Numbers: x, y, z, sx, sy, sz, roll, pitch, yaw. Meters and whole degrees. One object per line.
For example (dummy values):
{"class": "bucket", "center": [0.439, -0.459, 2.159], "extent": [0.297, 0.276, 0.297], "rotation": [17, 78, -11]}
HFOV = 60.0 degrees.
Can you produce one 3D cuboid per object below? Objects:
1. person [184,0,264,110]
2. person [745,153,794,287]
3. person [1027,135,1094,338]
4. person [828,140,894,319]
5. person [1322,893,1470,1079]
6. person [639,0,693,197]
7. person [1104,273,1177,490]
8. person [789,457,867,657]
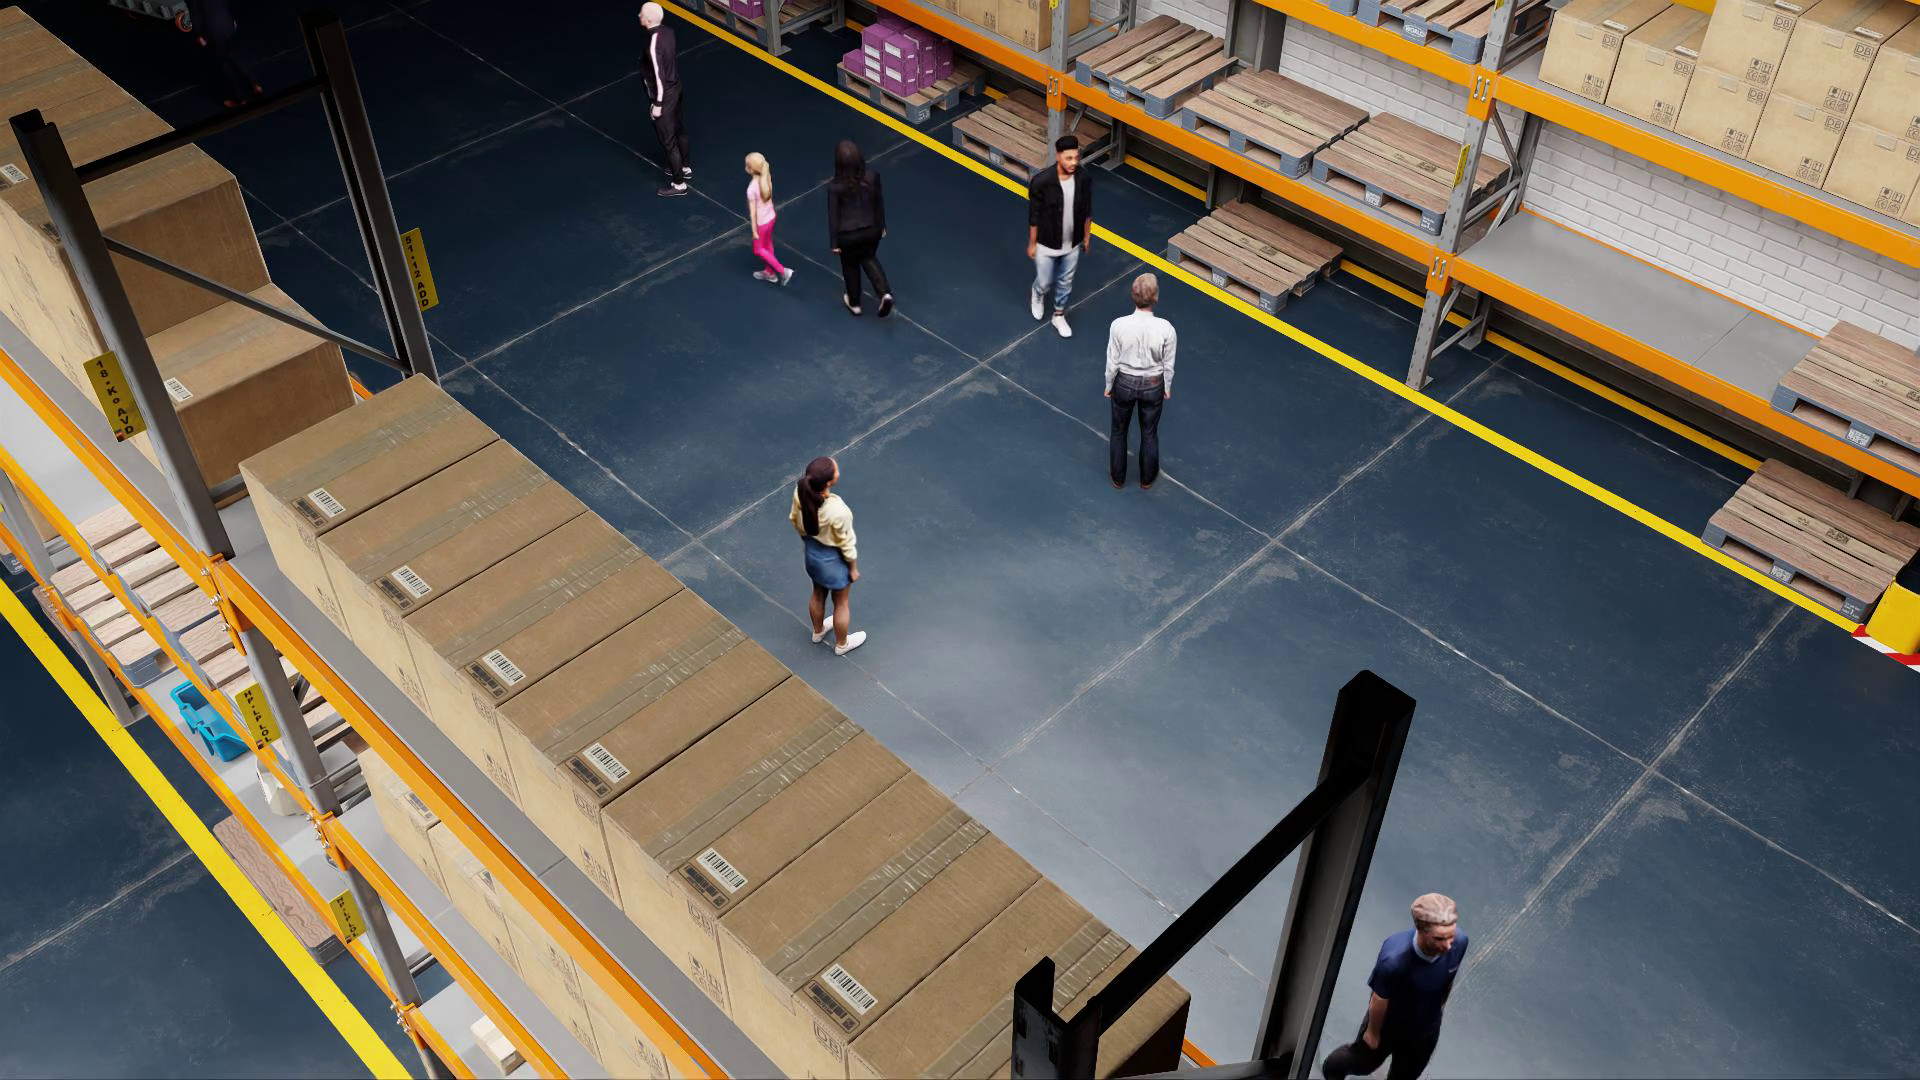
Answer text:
{"class": "person", "center": [-7.151, -4.952, 16.157], "extent": [0.856, 1.717, 0.792], "rotation": [16, 46, 16]}
{"class": "person", "center": [-1.631, -2.703, 14.125], "extent": [0.757, 1.264, 0.613], "rotation": [21, 47, 21]}
{"class": "person", "center": [0.771, -2.526, 13.547], "extent": [0.861, 1.804, 0.911], "rotation": [-13, 45, -13]}
{"class": "person", "center": [-0.803, -2.498, 13.664], "extent": [0.780, 1.603, 0.932], "rotation": [-24, 49, -23]}
{"class": "person", "center": [2.194, 2.357, 8.371], "extent": [0.841, 1.874, 0.912], "rotation": [-12, 45, -12]}
{"class": "person", "center": [-2.662, -4.009, 15.080], "extent": [0.798, 1.837, 0.764], "rotation": [4, 44, 4]}
{"class": "person", "center": [1.293, -1.138, 12.081], "extent": [0.706, 1.818, 0.793], "rotation": [4, 44, 4]}
{"class": "person", "center": [-0.872, 0.100, 10.916], "extent": [0.526, 1.631, 0.729], "rotation": [28, 50, 26]}
